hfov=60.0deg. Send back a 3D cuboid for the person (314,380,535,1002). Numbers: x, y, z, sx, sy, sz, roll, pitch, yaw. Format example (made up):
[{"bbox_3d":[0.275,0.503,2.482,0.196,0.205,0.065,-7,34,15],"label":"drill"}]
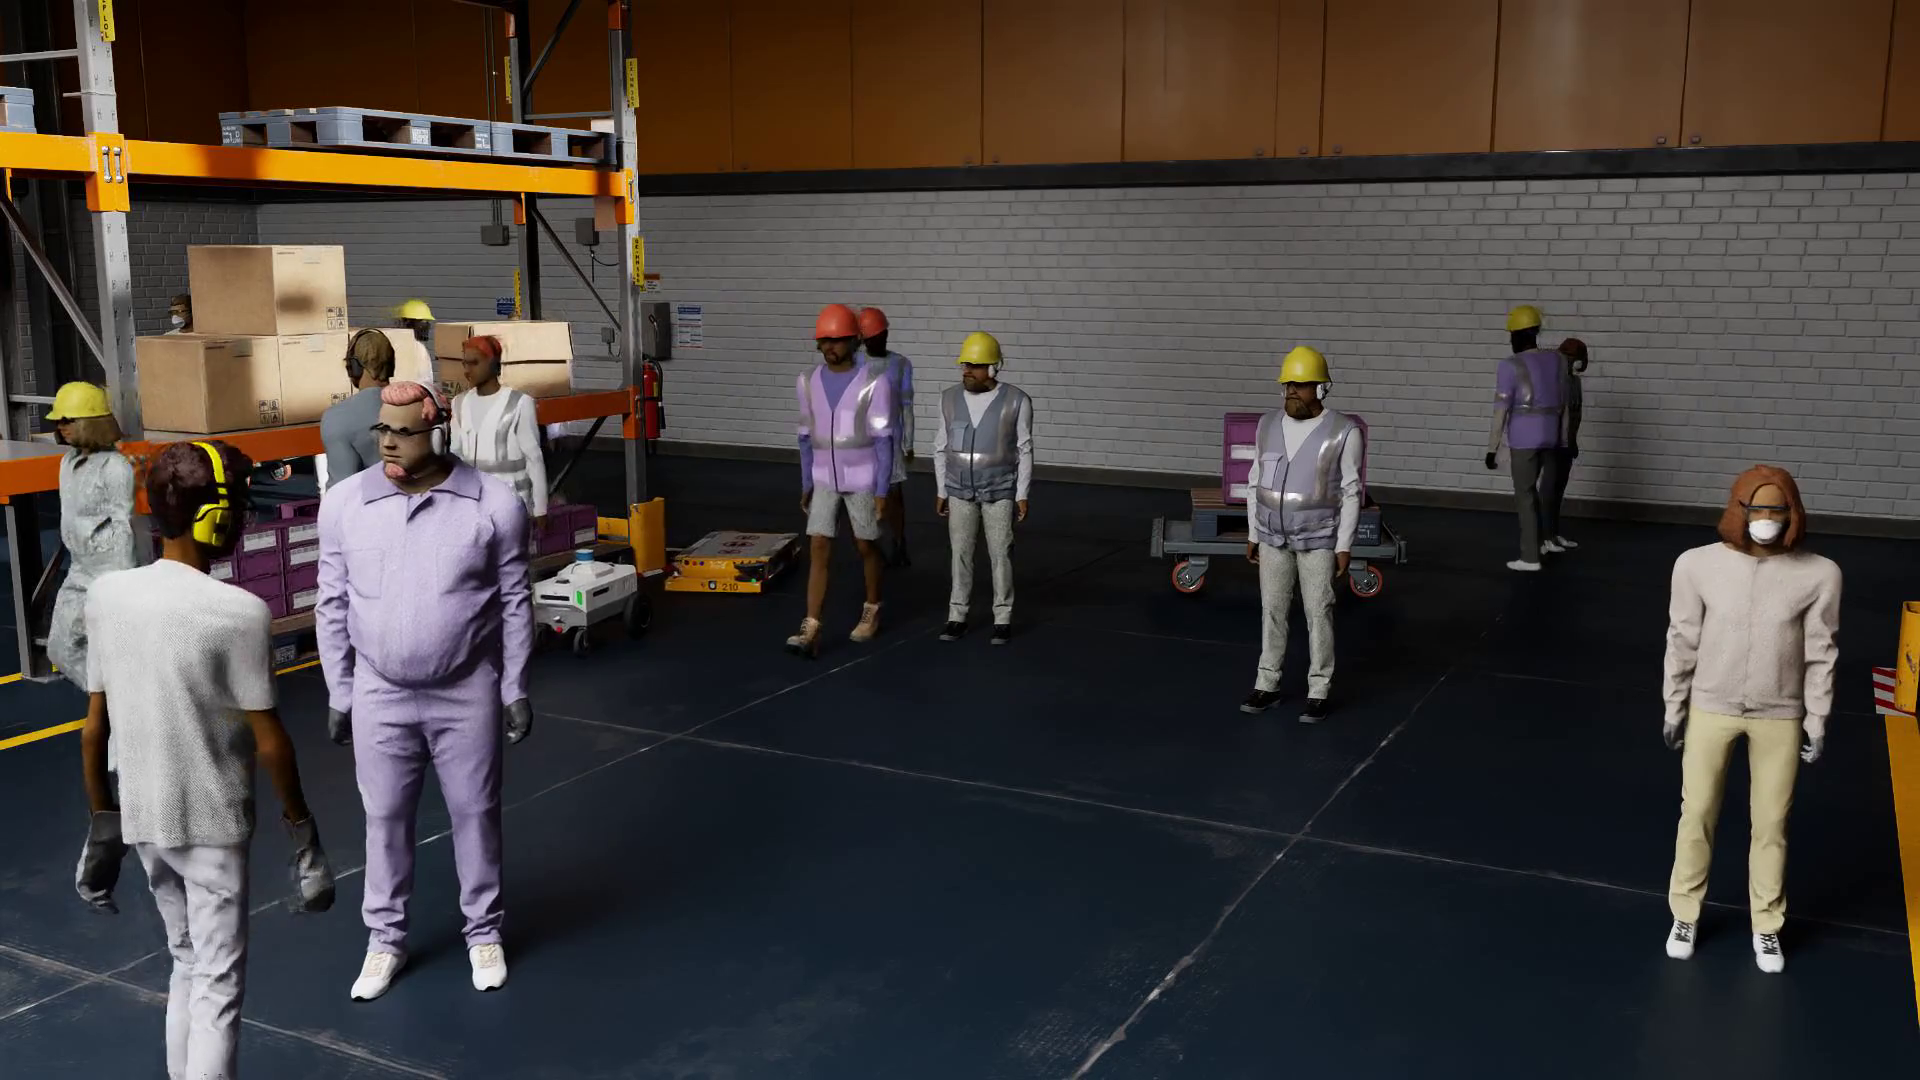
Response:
[{"bbox_3d":[-1.631,0.462,5.100,0.643,1.905,0.400,-1,10,-8],"label":"person"}]

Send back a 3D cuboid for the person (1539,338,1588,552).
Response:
[{"bbox_3d":[4.636,-0.732,12.792,0.285,1.632,0.499,8,13,40],"label":"person"}]

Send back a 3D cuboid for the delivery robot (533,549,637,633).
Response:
[{"bbox_3d":[-2.176,0.297,9.679,0.477,0.478,0.707,3,10,17],"label":"delivery robot"}]

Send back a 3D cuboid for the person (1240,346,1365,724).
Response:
[{"bbox_3d":[1.653,-0.025,8.126,0.586,1.833,0.403,7,12,36],"label":"person"}]

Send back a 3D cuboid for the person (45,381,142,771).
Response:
[{"bbox_3d":[-3.785,0.168,7.293,0.513,1.729,0.372,7,12,33],"label":"person"}]

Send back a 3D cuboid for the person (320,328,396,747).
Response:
[{"bbox_3d":[-2.662,-0.001,7.677,0.356,1.938,0.638,5,11,29],"label":"person"}]

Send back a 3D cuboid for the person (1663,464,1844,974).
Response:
[{"bbox_3d":[2.505,0.565,5.304,0.497,1.628,0.277,4,11,21],"label":"person"}]

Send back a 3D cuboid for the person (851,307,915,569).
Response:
[{"bbox_3d":[-0.583,-0.726,11.992,0.567,1.897,0.492,-2,10,-14],"label":"person"}]

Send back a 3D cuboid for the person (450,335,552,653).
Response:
[{"bbox_3d":[-2.604,-0.197,9.122,0.598,1.827,1.007,6,11,31],"label":"person"}]

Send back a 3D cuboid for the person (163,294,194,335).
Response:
[{"bbox_3d":[-6.438,-1.090,13.978,0.636,1.939,0.364,2,10,12],"label":"person"}]

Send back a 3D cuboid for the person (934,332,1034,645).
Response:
[{"bbox_3d":[0.128,-0.297,9.703,0.593,1.828,0.403,3,10,18],"label":"person"}]

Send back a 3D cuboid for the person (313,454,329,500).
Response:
[{"bbox_3d":[-5.743,-1.252,15.198,0.624,1.845,0.430,-1,10,-9],"label":"person"}]

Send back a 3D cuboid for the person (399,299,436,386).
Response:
[{"bbox_3d":[-4.628,-1.063,13.938,0.770,1.902,0.598,-5,11,-28],"label":"person"}]

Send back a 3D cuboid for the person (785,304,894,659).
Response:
[{"bbox_3d":[-0.681,-0.333,9.450,0.632,1.985,1.027,4,10,20],"label":"person"}]

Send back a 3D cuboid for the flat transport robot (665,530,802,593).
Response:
[{"bbox_3d":[-1.569,0.137,11.699,0.652,0.197,1.431,1,10,6],"label":"flat transport robot"}]

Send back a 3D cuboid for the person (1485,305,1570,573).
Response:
[{"bbox_3d":[4.040,-0.713,11.891,0.611,1.903,0.496,-5,11,-26],"label":"person"}]

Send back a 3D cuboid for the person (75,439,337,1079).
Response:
[{"bbox_3d":[-1.777,0.683,3.986,0.561,1.852,0.628,4,10,20],"label":"person"}]

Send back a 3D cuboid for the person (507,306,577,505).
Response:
[{"bbox_3d":[-3.317,-0.900,13.034,0.639,1.904,0.966,9,13,43],"label":"person"}]
